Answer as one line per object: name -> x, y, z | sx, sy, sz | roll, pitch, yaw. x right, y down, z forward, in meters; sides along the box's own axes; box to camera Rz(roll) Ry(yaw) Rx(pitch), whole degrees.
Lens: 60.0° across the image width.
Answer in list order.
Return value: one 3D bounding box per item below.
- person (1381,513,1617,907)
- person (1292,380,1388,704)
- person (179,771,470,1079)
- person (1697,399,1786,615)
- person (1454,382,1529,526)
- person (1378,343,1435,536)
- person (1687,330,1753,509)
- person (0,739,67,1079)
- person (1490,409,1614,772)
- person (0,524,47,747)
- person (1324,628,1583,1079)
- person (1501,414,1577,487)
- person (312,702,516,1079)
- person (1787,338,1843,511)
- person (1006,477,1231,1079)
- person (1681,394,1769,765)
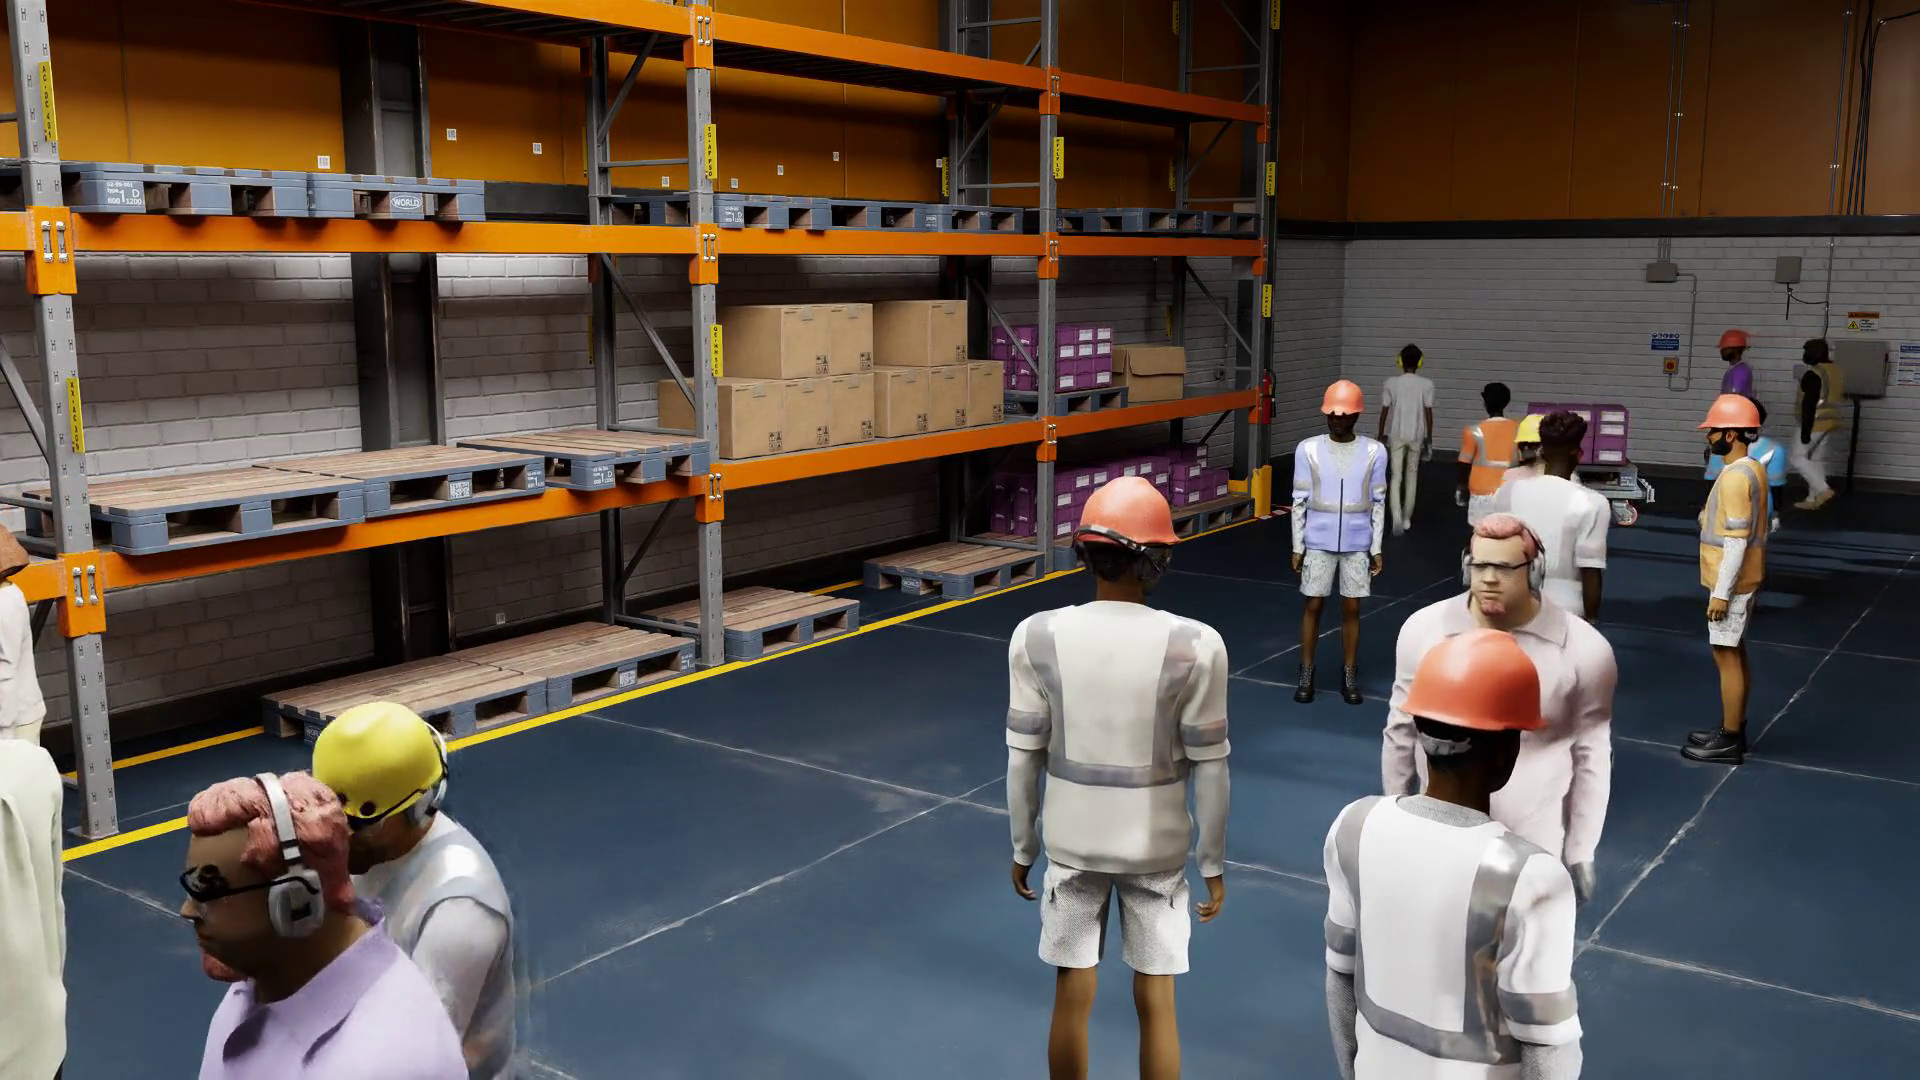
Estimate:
person -> 1.555, 0.861, 4.911 | 0.650, 1.906, 0.402 | 5, 11, 28
person -> 2.239, 0.018, 9.843 | 0.549, 1.934, 0.374 | 1, 10, 8
person -> -1.023, 1.280, 2.497 | 0.658, 1.887, 0.647 | -8, 13, -41
person -> 5.668, -0.209, 12.044 | 0.888, 1.654, 0.536 | -8, 13, -41
person -> 4.149, -0.398, 13.023 | 0.555, 1.683, 0.526 | 1, 10, 5
person -> 4.292, -0.969, 16.020 | 0.521, 1.845, 0.841 | 2, 10, 13
person -> 7.928, -1.216, 17.289 | 0.735, 1.909, 0.550 | 2, 10, 14
person -> -2.030, 1.073, 3.382 | 0.390, 1.992, 0.624 | 0, 10, 0
person -> 2.864, 0.335, 8.010 | 0.608, 1.913, 0.987 | 8, 13, 41
person -> -3.768, 0.723, 6.566 | 0.282, 1.626, 0.500 | -6, 11, -33
person -> 0.963, 1.125, 3.254 | 0.361, 1.935, 0.544 | -8, 12, -38
person -> 3.487, 0.105, 9.942 | 0.817, 1.736, 0.531 | -7, 12, -38
person -> -1.198, 1.184, 3.378 | 0.617, 1.774, 0.782 | 9, 13, 43
person -> 8.953, -1.191, 17.393 | 0.668, 1.822, 0.454 | -7, 12, -36
person -> 0.440, 0.839, 4.642 | 0.615, 2.038, 0.386 | 2, 10, 14
person -> 4.008, 0.205, 8.727 | 0.374, 1.935, 0.552 | 6, 11, 32
